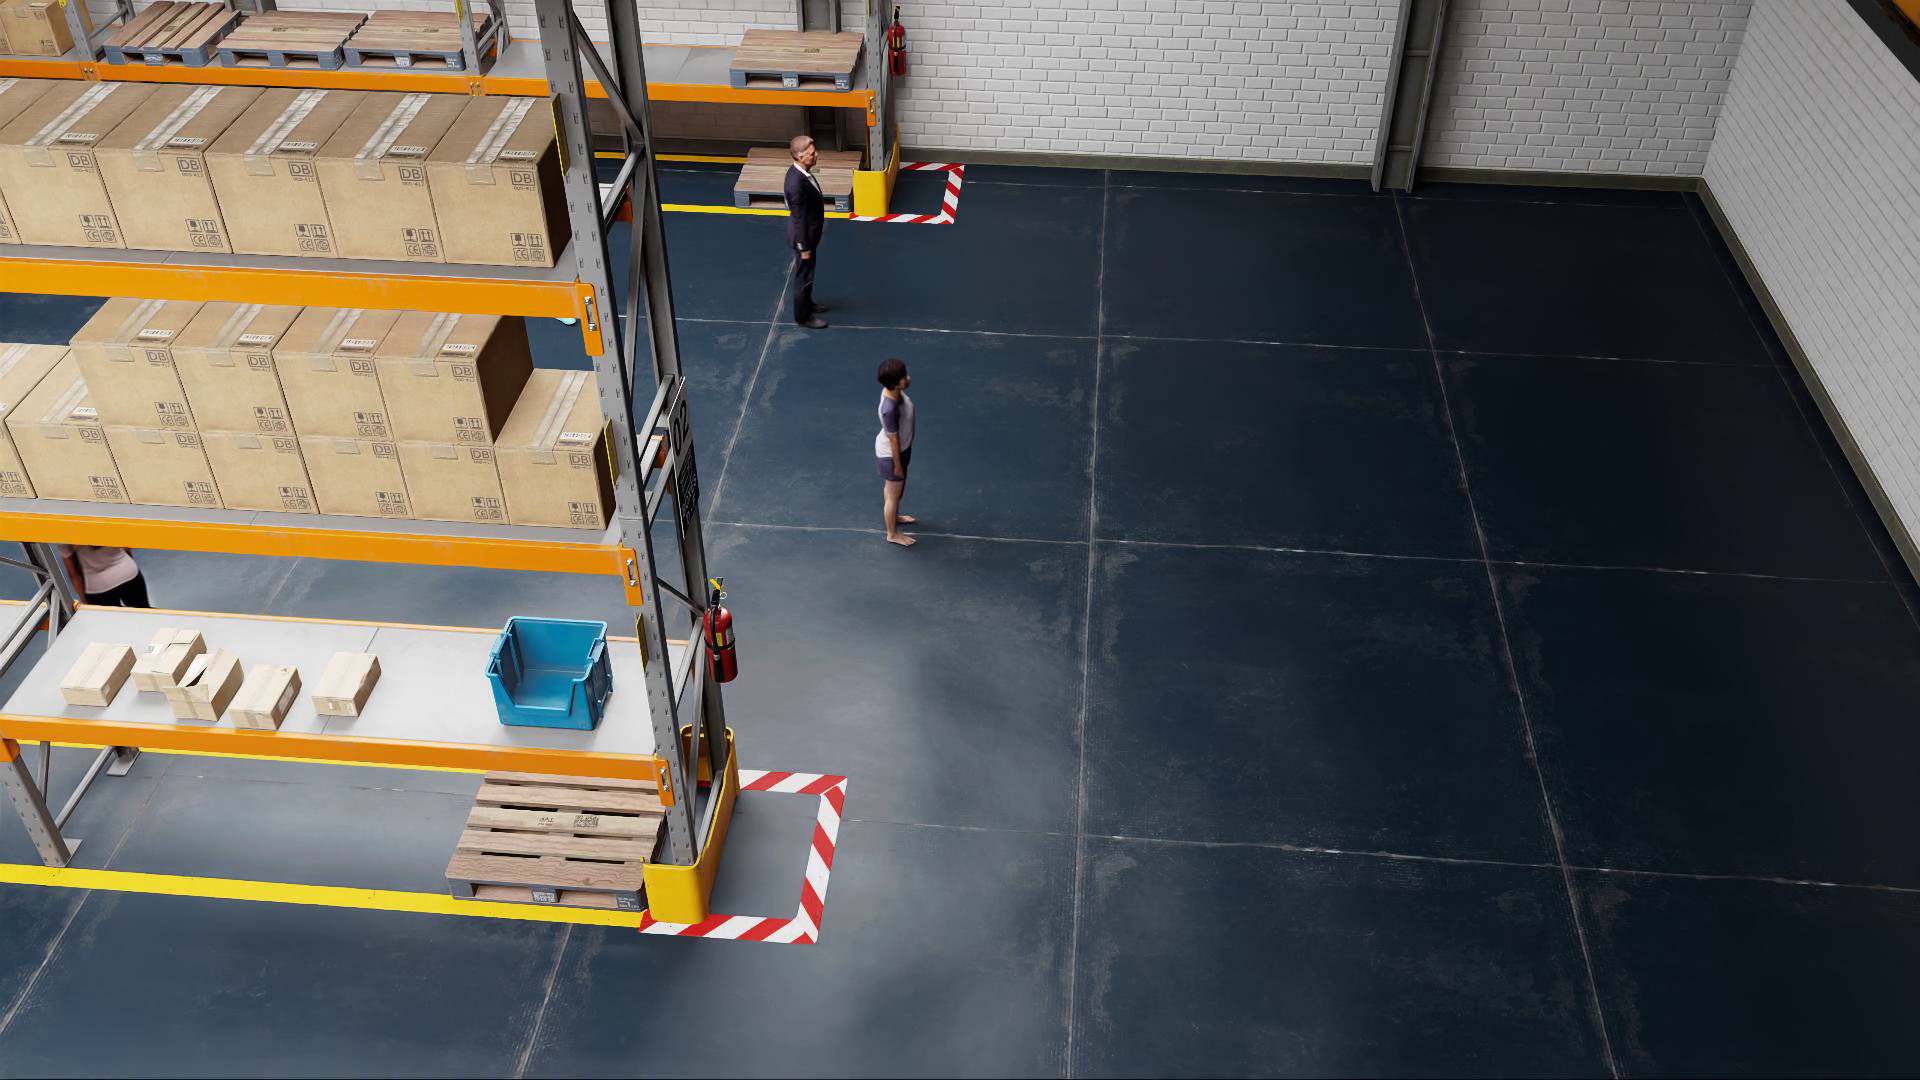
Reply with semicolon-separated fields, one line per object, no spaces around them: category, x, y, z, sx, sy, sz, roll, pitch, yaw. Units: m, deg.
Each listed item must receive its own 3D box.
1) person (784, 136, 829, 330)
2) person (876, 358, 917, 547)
person;-1.390;-2.762;14.835;0.611;1.812;0.698;-1;39;-1
person;-0.488;-0.686;12.433;0.545;1.566;0.584;-1;39;-1
